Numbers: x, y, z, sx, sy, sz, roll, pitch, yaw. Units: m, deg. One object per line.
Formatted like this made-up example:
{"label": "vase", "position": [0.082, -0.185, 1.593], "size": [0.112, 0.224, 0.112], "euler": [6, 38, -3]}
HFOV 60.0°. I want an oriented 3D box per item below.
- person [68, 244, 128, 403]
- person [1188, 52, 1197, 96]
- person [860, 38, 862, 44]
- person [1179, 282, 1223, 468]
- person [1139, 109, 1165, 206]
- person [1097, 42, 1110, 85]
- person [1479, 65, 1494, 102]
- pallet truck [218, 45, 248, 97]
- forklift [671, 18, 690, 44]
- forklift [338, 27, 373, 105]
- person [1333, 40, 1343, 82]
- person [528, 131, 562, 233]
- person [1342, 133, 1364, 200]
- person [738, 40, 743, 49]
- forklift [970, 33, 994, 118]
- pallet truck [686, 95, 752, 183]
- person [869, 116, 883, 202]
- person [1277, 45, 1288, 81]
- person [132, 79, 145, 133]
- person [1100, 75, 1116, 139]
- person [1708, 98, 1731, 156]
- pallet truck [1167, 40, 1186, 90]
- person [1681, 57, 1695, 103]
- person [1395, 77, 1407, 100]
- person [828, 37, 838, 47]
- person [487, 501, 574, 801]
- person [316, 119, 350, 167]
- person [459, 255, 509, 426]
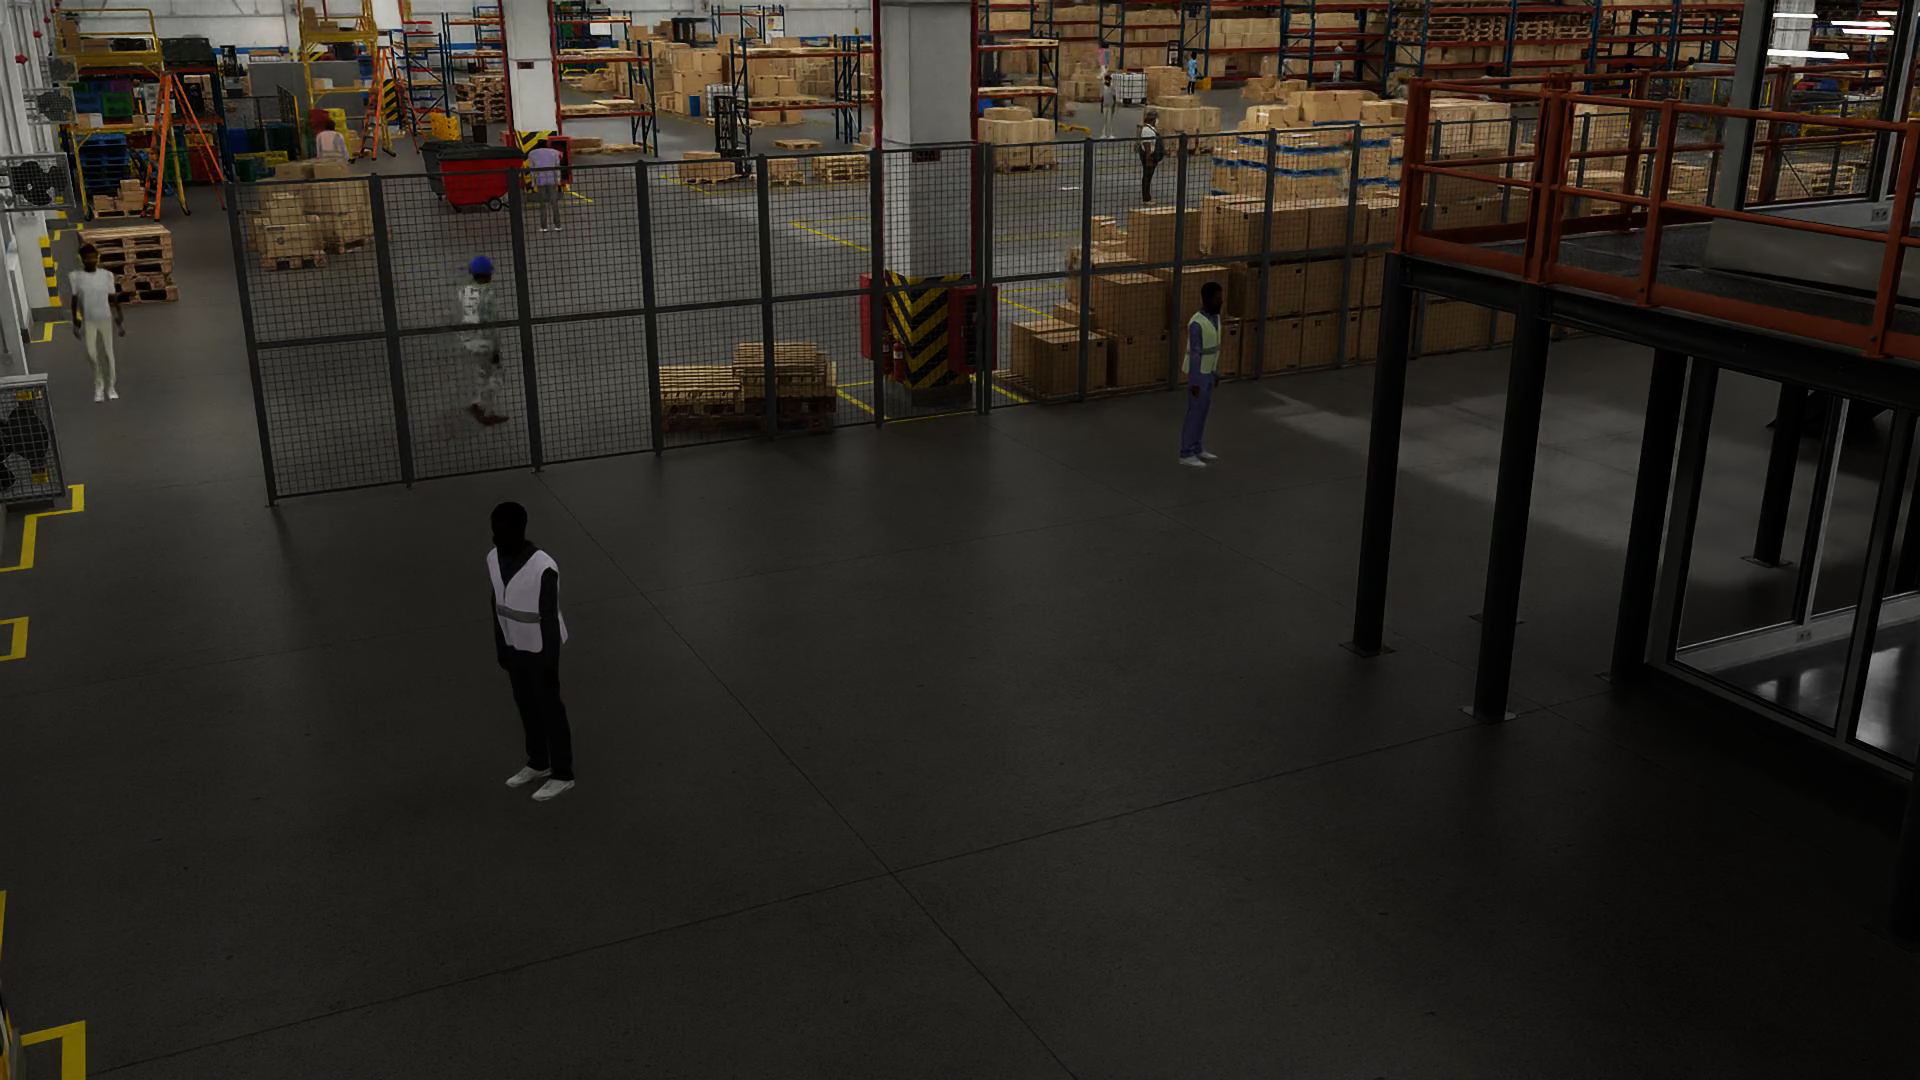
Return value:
{"label": "person", "position": [-10.136, -2.545, 19.591], "size": [0.570, 1.852, 0.594], "euler": [-11, 22, -28]}
{"label": "person", "position": [9.243, -18.500, 66.083], "size": [0.322, 1.697, 0.535], "euler": [-9, 21, -25]}
{"label": "person", "position": [-4.502, -21.627, 74.865], "size": [0.551, 1.876, 1.016], "euler": [-6, 20, -17]}
{"label": "person", "position": [2.477, -1.703, 17.070], "size": [0.383, 1.912, 0.591], "euler": [10, 21, 27]}
{"label": "person", "position": [4.140, -8.256, 35.871], "size": [0.537, 2.000, 0.678], "euler": [3, 19, 9]}
{"label": "person", "position": [6.212, -20.645, 72.119], "size": [0.604, 1.827, 0.630], "euler": [-9, 21, -25]}
{"label": "person", "position": [16.736, -14.104, 52.947], "size": [0.372, 1.959, 0.603], "euler": [-5, 20, -14]}
{"label": "pallet truck", "position": [-28.879, -18.665, 66.111], "size": [0.823, 1.965, 1.885], "euler": [-3, 19, -9]}
{"label": "forklift", "position": [-12.062, -21.173, 72.047], "size": [1.873, 2.768, 1.129], "euler": [-17, 25, -40]}
{"label": "forklift", "position": [-22.393, -17.327, 60.899], "size": [1.873, 2.768, 1.129], "euler": [-9, 21, -25]}
{"label": "person", "position": [16.244, -20.443, 71.353], "size": [0.364, 1.939, 0.636], "euler": [-4, 19, -12]}
{"label": "person", "position": [-8.020, -6.923, 32.185], "size": [0.588, 1.923, 0.383], "euler": [-6, 20, -17]}
{"label": "person", "position": [7.575, -6.865, 32.014], "size": [0.457, 1.922, 0.585], "euler": [16, 25, 38]}
{"label": "person", "position": [-9.630, -20.680, 72.109], "size": [0.632, 1.887, 1.013], "euler": [-7, 20, -19]}
{"label": "forklift", "position": [0.749, -15.318, 55.075], "size": [1.873, 2.768, 1.129], "euler": [-9, 21, -25]}
{"label": "pallet truck", "position": [-5.836, -9.608, 39.856], "size": [0.823, 1.965, 1.885], "euler": [10, 22, 27]}
{"label": "person", "position": [-1.681, -8.269, 36.198], "size": [0.649, 1.875, 0.608], "euler": [-16, 24, -38]}
{"label": "person", "position": [12.901, -18.838, 66.709], "size": [0.370, 1.936, 0.546], "euler": [-8, 21, -23]}
{"label": "person", "position": [-25.375, -13.404, 51.415], "size": [0.526, 1.631, 0.319], "euler": [5, 20, 15]}
{"label": "person", "position": [4.425, -12.933, 49.713], "size": [0.501, 1.861, 0.333], "euler": [14, 24, 36]}
{"label": "person", "position": [20.580, -11.115, 44.836], "size": [0.512, 1.590, 0.846], "euler": [-9, 21, -25]}
{"label": "pallet truck", "position": [9.045, -19.971, 69.895], "size": [0.823, 1.965, 1.885], "euler": [-3, 19, -8]}
{"label": "person", "position": [27.613, -17.419, 62.955], "size": [0.319, 1.694, 0.532], "euler": [1, 19, 2]}
{"label": "person", "position": [13.902, -13.816, 52.603], "size": [0.375, 1.623, 0.544], "euler": [15, 24, 38]}
{"label": "person", "position": [-5.690, -21.899, 75.586], "size": [0.622, 1.951, 1.028], "euler": [-7, 20, -20]}
{"label": "person", "position": [-2.636, 0.662, 10.226], "size": [0.585, 1.911, 0.390], "euler": [14, 23, 34]}
{"label": "person", "position": [-13.619, -8.211, 36.103], "size": [0.640, 1.814, 0.909], "euler": [2, 19, 6]}
{"label": "person", "position": [-5.299, -2.178, 18.423], "size": [0.609, 1.933, 0.532], "euler": [14, 23, 34]}
